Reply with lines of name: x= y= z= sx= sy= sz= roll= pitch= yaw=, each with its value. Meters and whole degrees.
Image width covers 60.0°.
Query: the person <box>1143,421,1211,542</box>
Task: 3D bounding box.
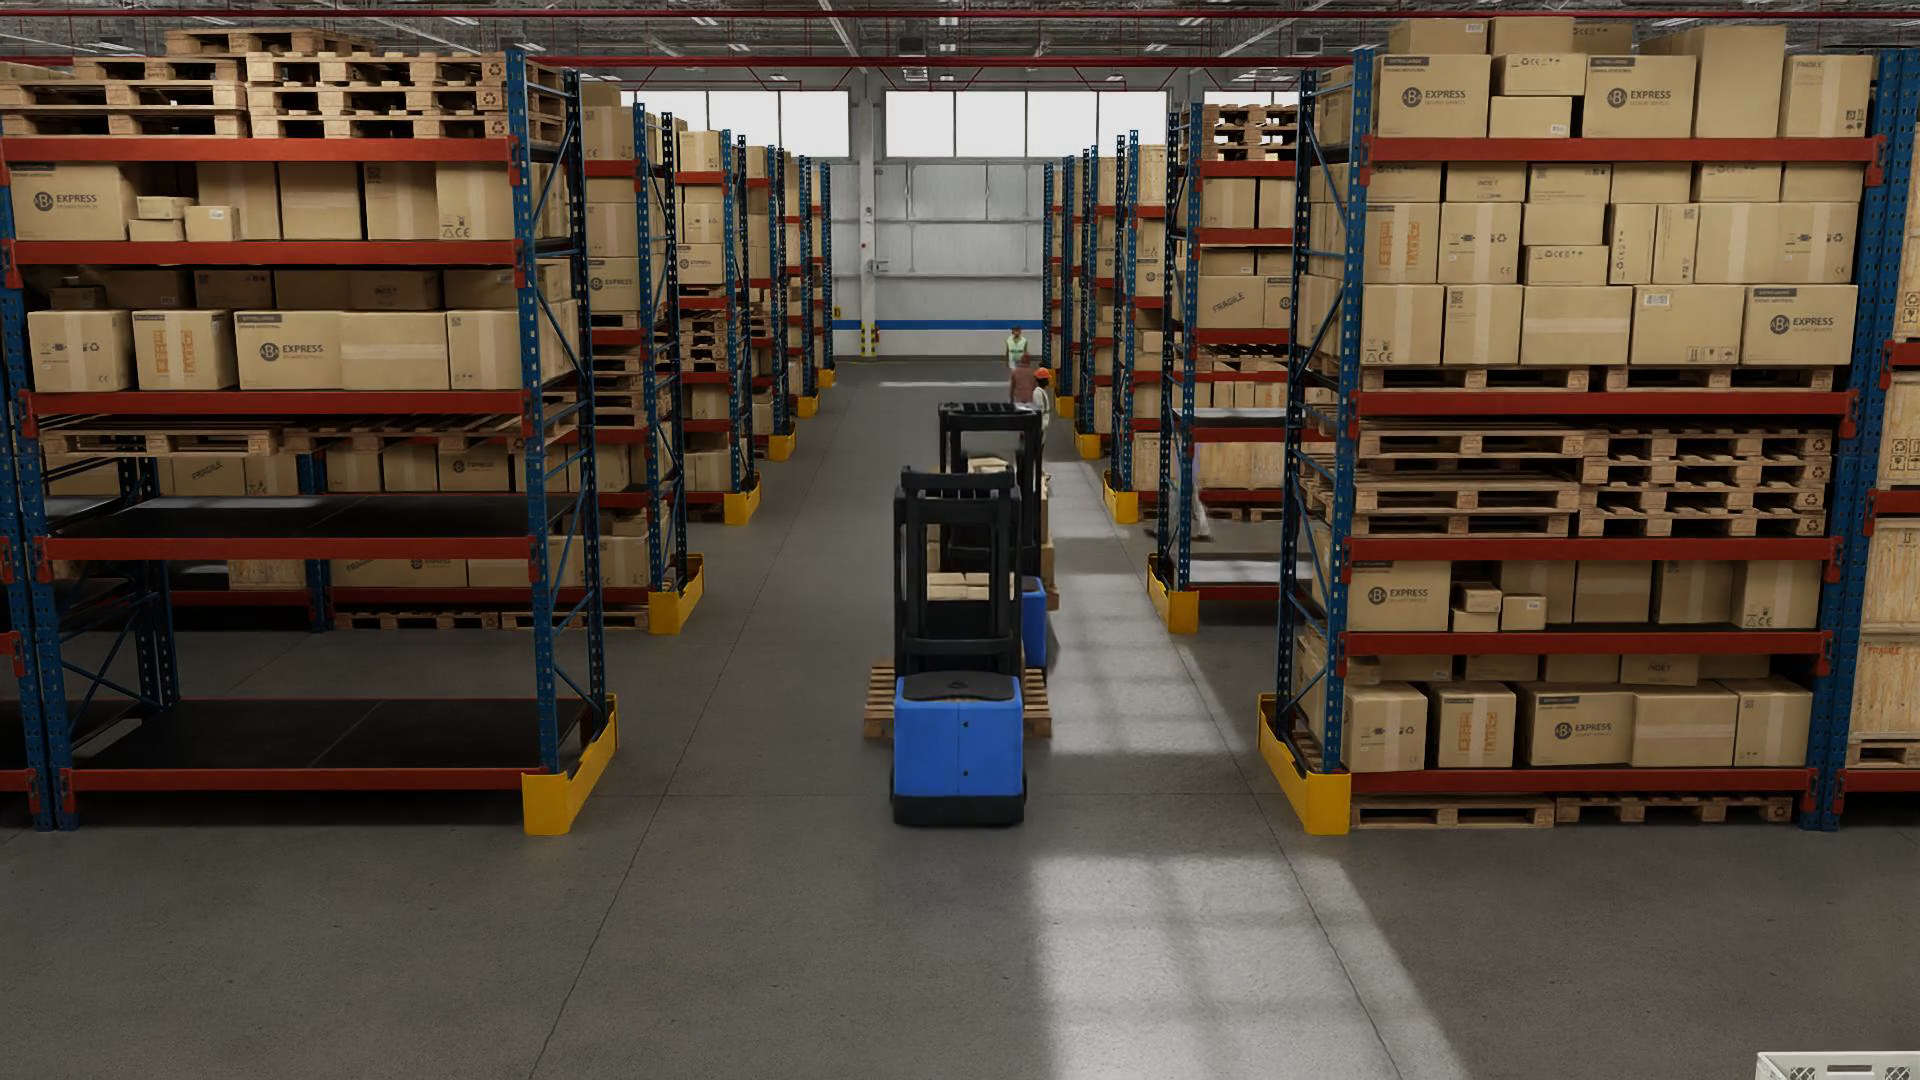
person: x=3.273 y=-0.900 z=24.646 sx=1.035 sy=1.881 sz=0.655 roll=4 pitch=12 yaw=18

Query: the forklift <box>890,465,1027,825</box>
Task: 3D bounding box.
forklift: x=-0.017 y=0.770 z=13.885 sx=1.129 sy=2.768 sz=1.873 roll=0 pitch=11 yaw=0

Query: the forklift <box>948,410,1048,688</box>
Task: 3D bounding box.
forklift: x=0.337 y=0.027 z=17.565 sx=1.129 sy=2.768 sz=1.873 roll=0 pitch=11 yaw=-2

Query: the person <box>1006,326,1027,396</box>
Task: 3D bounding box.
person: x=1.486 y=-4.731 z=43.775 sx=0.565 sy=1.827 sz=0.775 roll=0 pitch=11 yaw=2

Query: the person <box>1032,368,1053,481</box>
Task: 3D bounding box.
person: x=1.501 y=-2.108 z=30.237 sx=0.384 sy=2.042 sz=0.619 roll=1 pitch=11 yaw=6

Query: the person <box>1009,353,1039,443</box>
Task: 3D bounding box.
person: x=1.370 y=-3.001 z=35.089 sx=0.654 sy=1.875 sz=0.902 roll=0 pitch=11 yaw=1
